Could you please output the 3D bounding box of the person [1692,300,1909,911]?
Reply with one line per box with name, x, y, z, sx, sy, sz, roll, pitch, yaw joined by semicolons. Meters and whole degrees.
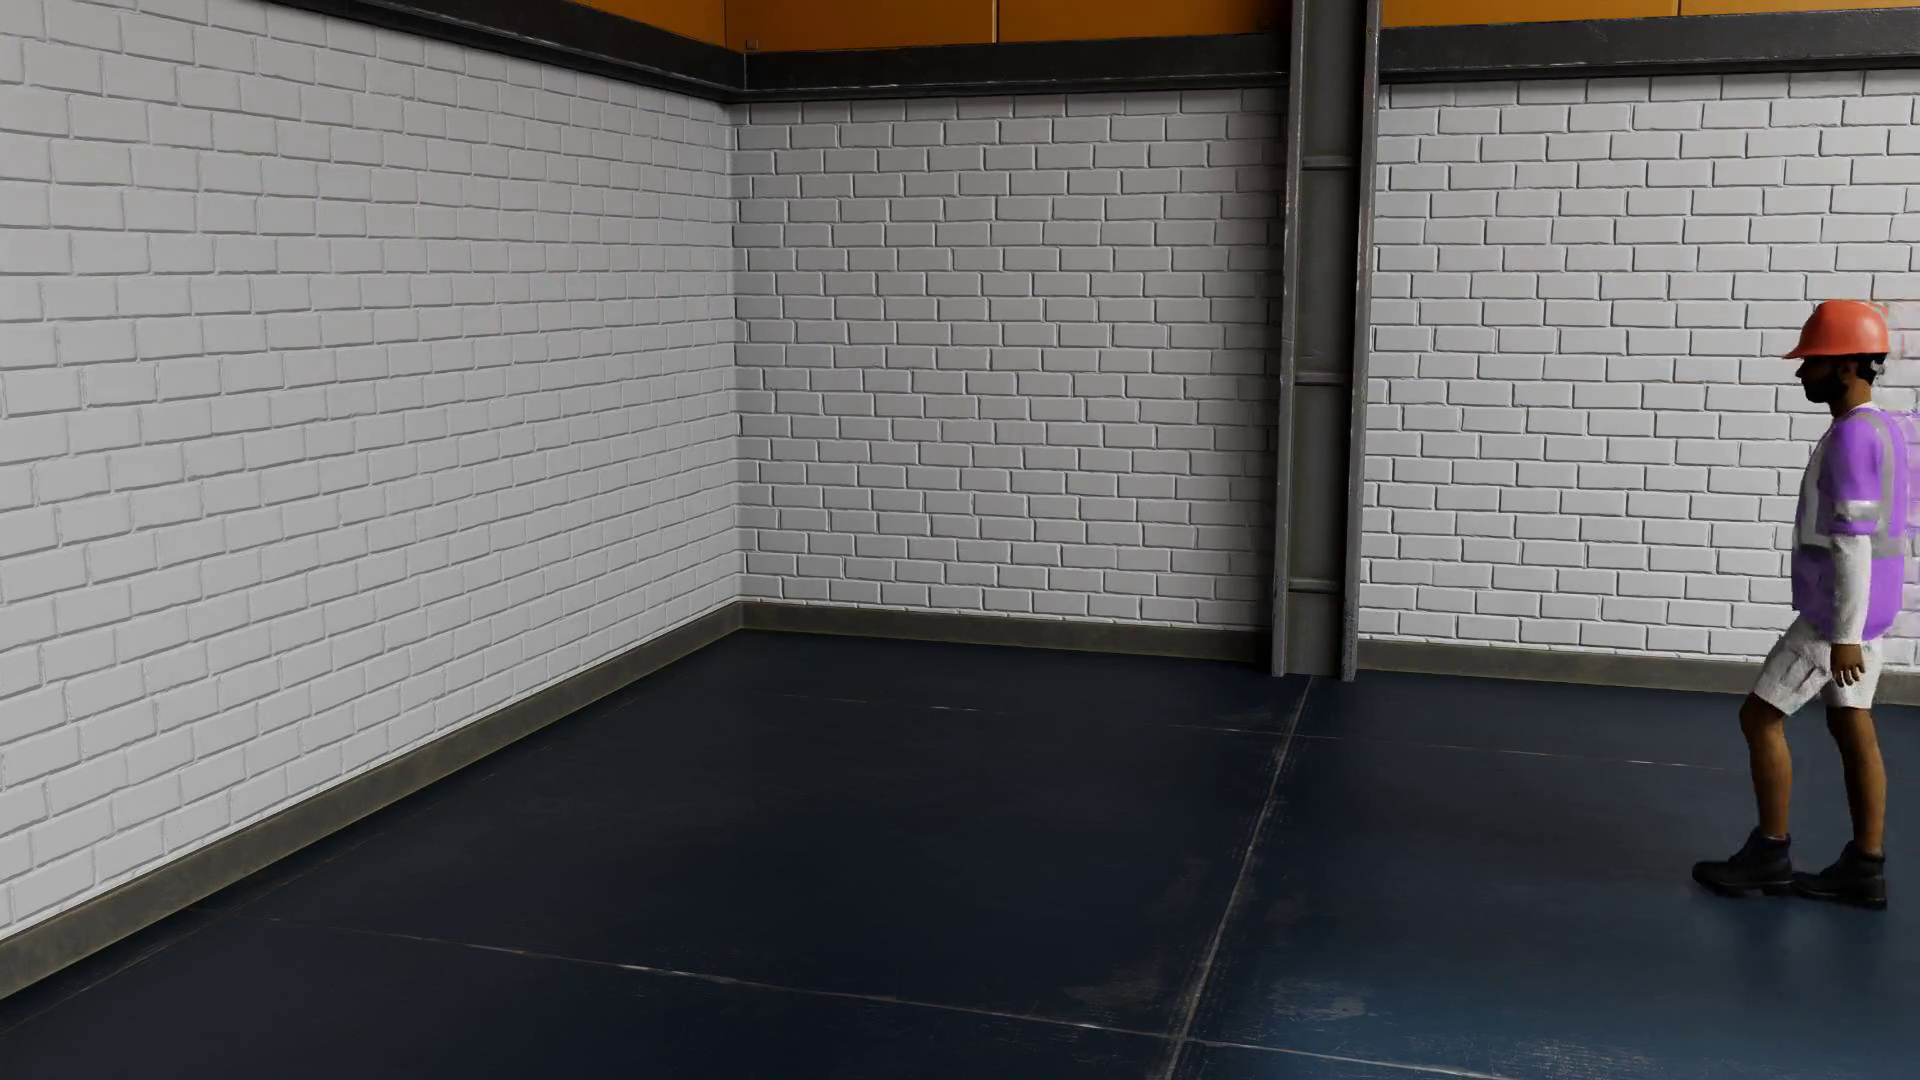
person;2.676;0.208;5.282;0.702;1.913;0.585;7;12;36
